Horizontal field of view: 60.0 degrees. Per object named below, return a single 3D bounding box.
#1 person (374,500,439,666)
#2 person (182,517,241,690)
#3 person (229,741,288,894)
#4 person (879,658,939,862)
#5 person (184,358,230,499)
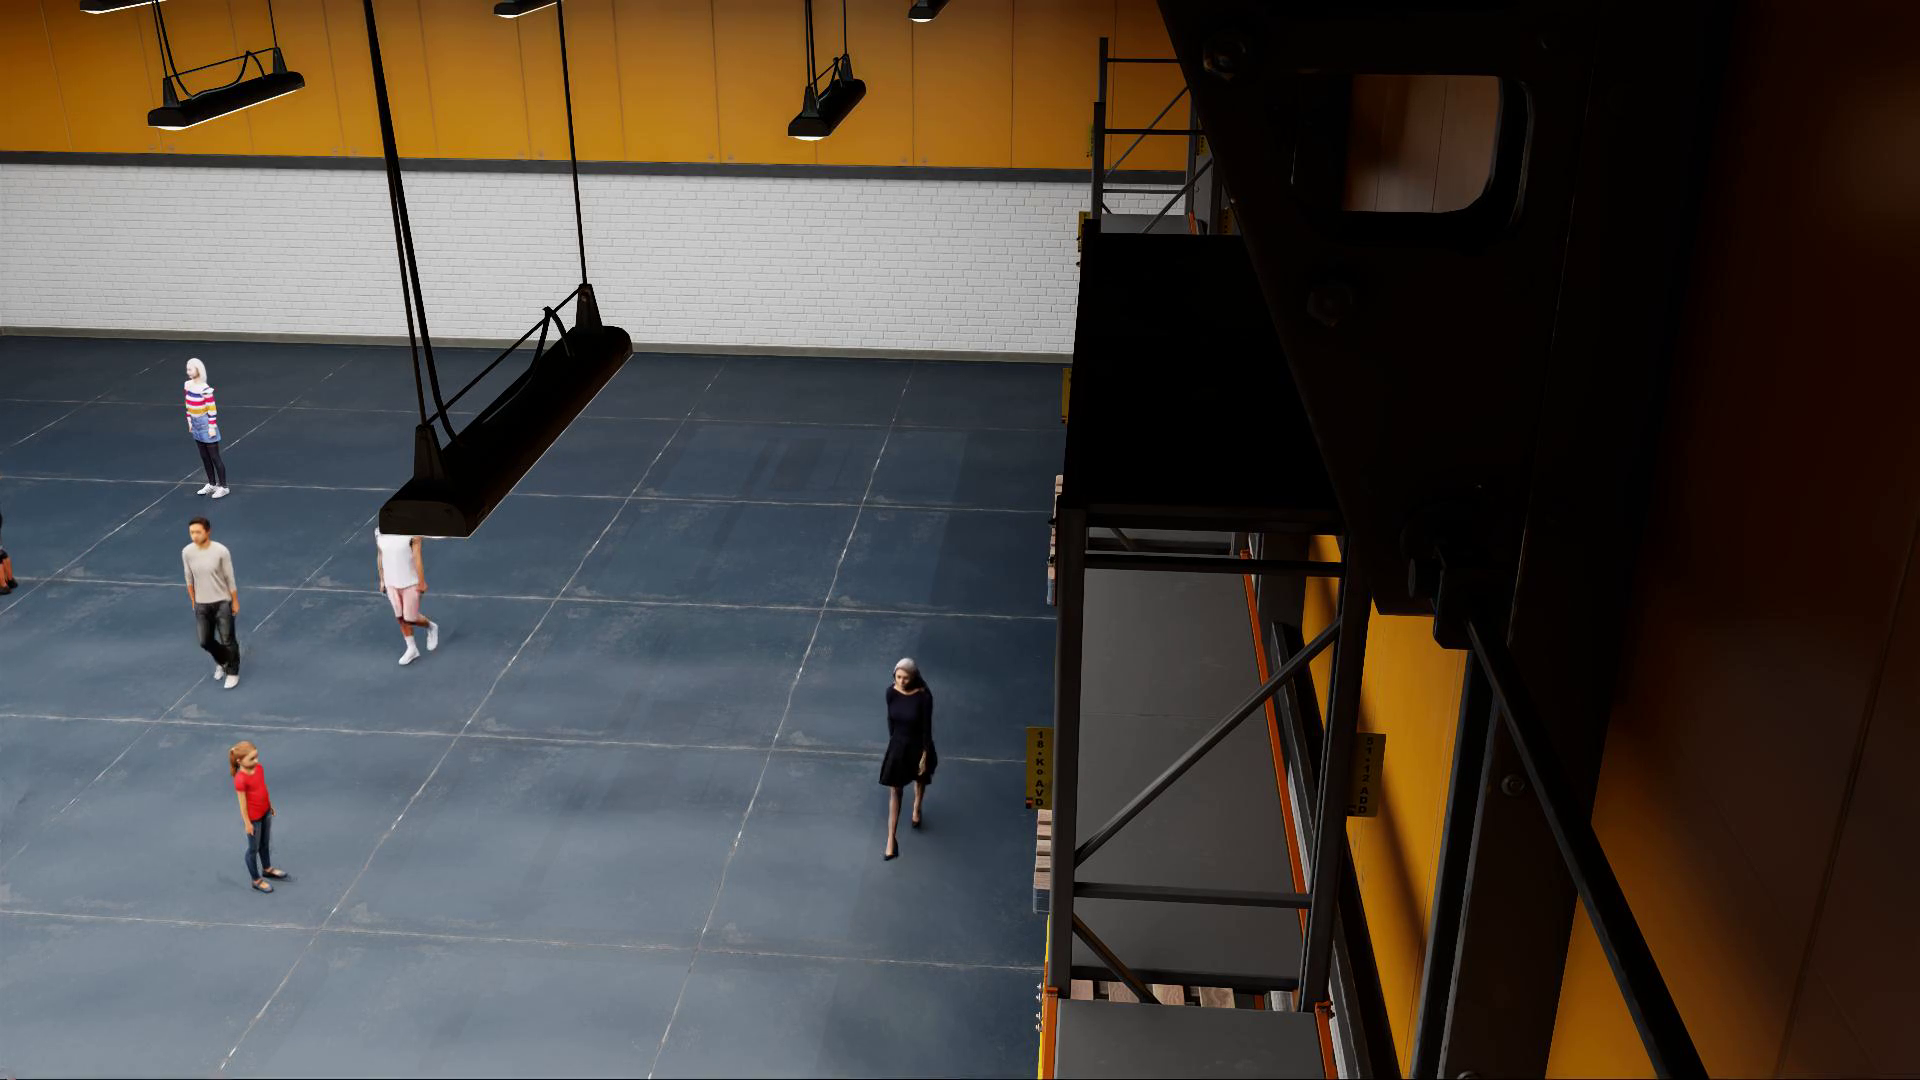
[{"bbox_3d":[-5.612,0.381,16.914,0.717,1.777,0.830,7,25,16],"label":"person"},{"bbox_3d":[-7.334,0.573,16.446,0.702,1.801,0.707,-2,24,-5],"label":"person"},{"bbox_3d":[-5.663,2.192,13.356,0.569,1.309,0.438,5,24,11],"label":"person"},{"bbox_3d":[-0.383,1.740,13.897,0.682,1.704,1.160,5,24,12],"label":"person"},{"bbox_3d":[-9.541,-1.429,21.015,0.722,1.809,0.678,13,27,27],"label":"person"}]
